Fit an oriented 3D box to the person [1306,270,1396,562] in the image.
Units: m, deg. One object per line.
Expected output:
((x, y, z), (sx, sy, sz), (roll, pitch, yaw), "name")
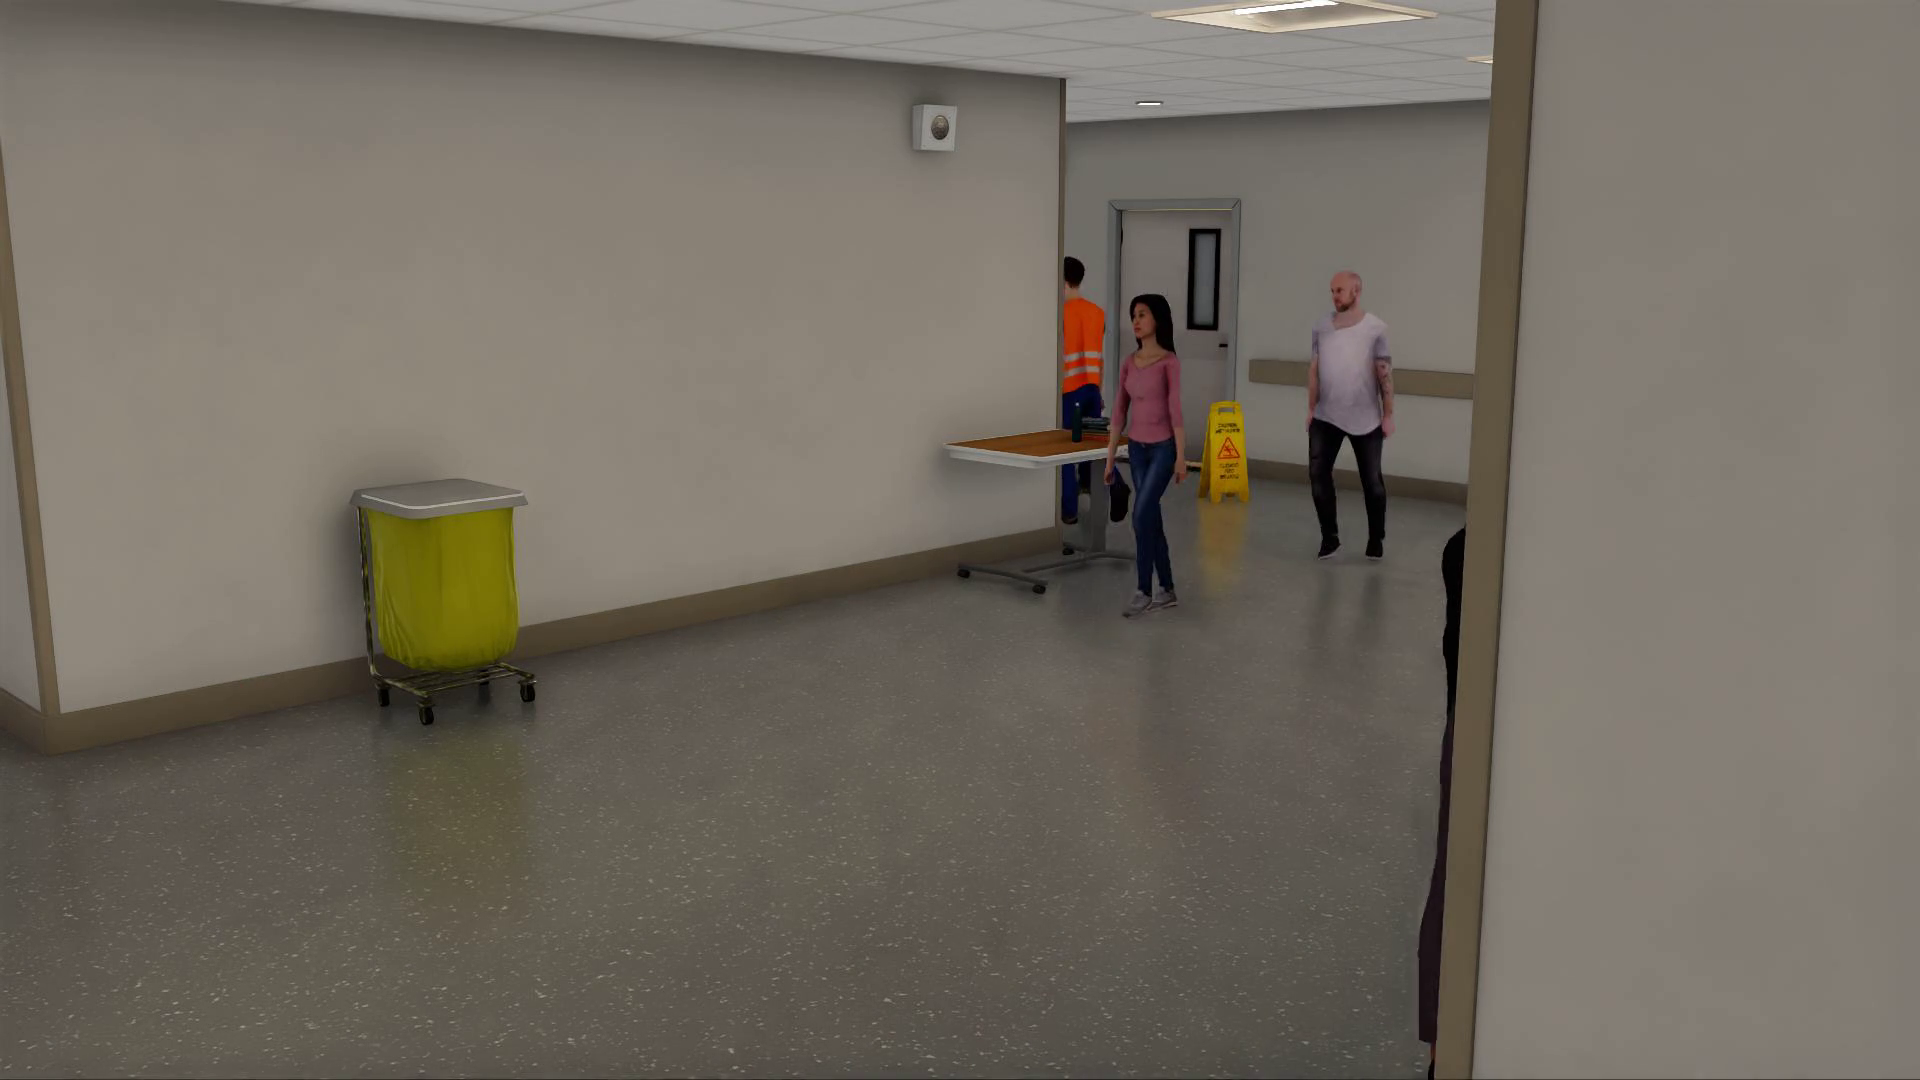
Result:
((2.418, -0.753, 10.387), (0.869, 1.792, 0.887), (4, 12, 22), "person")

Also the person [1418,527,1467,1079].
((1.228, 0.566, 3.843), (0.712, 1.640, 0.895), (-9, 14, -40), "person")

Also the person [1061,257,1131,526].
((0.860, -0.982, 11.420), (0.766, 1.857, 1.084), (-8, 13, -36), "person")

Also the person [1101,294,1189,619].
((1.103, -0.458, 9.009), (0.692, 1.727, 0.687), (-9, 14, -39), "person")
